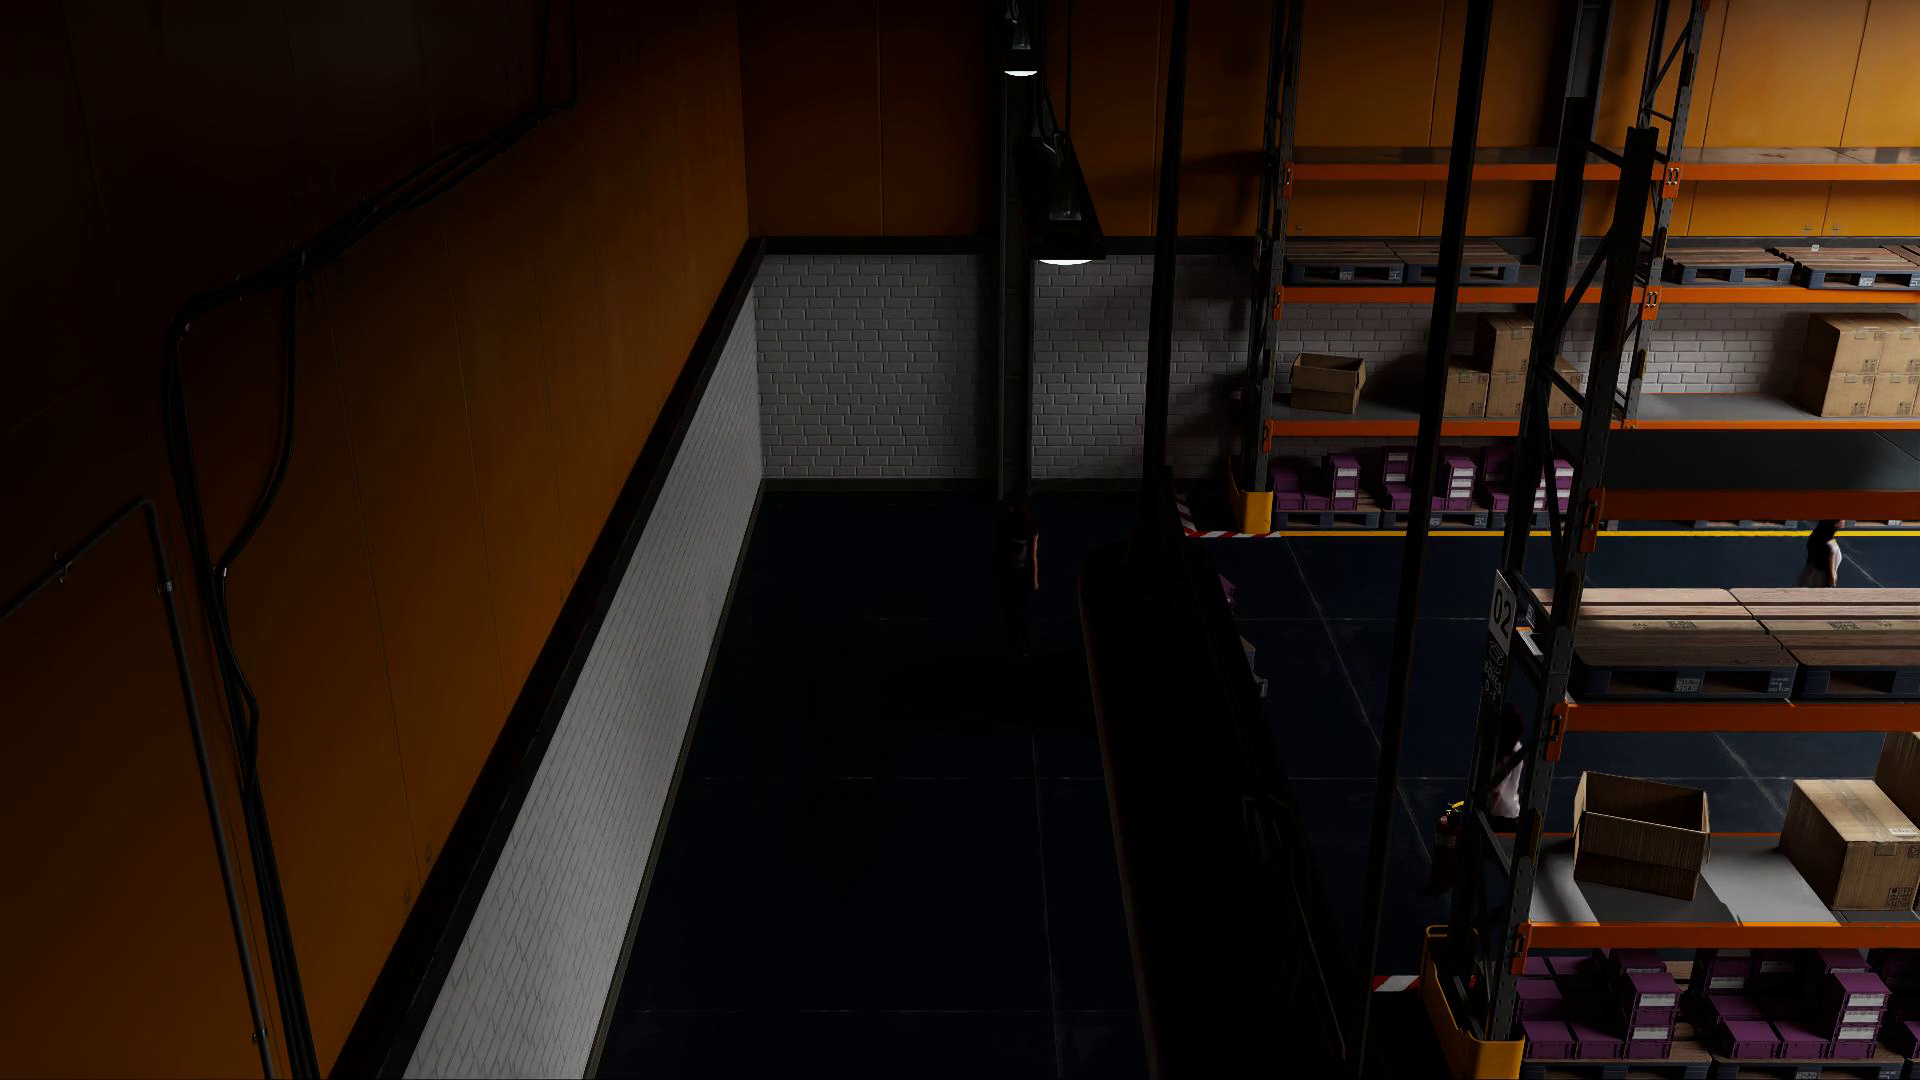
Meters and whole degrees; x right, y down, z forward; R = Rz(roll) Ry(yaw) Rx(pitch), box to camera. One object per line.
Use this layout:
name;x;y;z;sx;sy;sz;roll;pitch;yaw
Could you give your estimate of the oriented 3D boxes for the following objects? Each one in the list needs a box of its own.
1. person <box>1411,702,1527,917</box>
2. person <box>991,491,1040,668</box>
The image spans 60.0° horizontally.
person;3.922;1.947;11.830;1.021;1.755;0.639;-1;24;-3
person;0.550;0.342;15.507;0.761;1.751;0.825;13;27;27
